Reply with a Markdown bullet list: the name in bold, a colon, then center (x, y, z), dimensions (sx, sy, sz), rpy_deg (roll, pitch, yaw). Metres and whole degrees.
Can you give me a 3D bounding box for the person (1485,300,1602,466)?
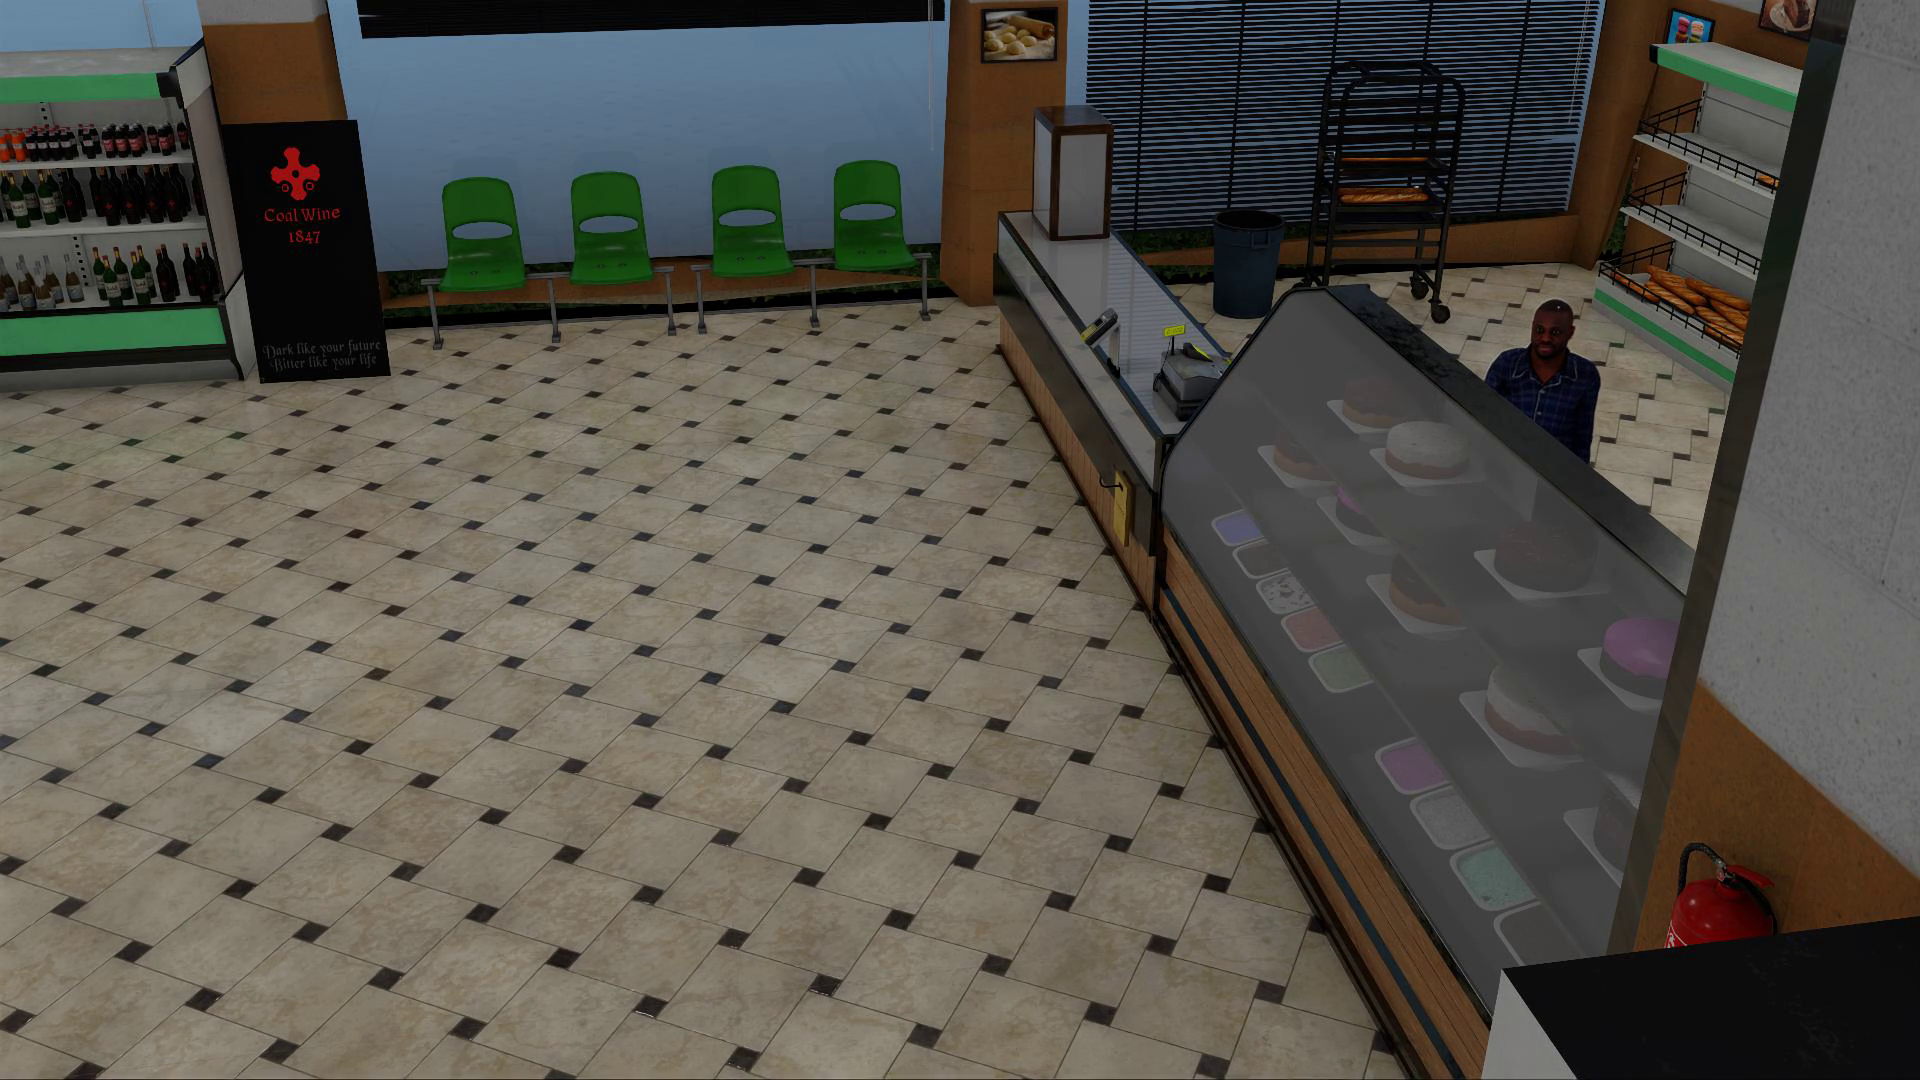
- **person**: center (2.579, -0.226, 7.574), dimensions (0.724, 1.824, 0.838), rpy_deg (9, 28, 18)
